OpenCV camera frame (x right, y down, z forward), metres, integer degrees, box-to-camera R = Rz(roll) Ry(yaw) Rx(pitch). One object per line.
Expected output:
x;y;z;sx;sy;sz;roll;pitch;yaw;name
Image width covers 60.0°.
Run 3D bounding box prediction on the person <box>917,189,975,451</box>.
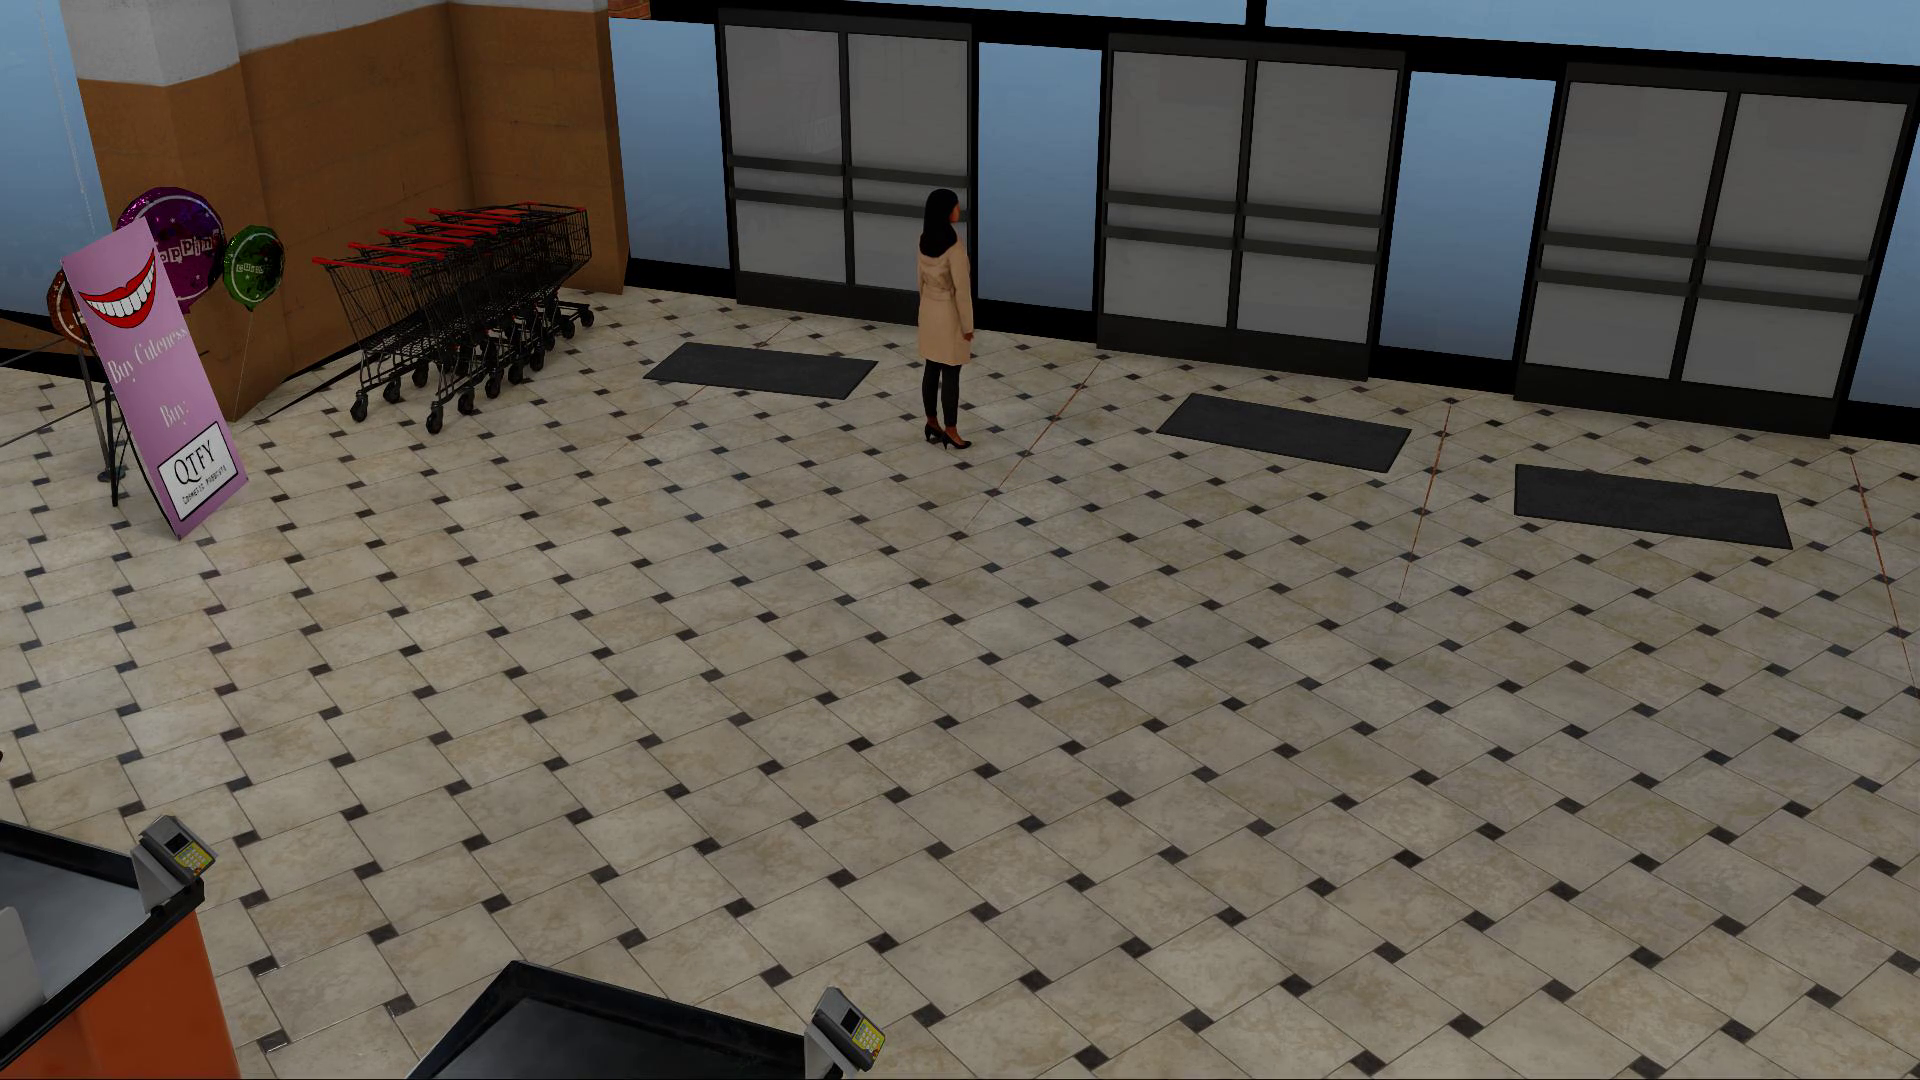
-0.101;-1.385;10.508;0.715;1.682;0.710;-19;32;-32;person
